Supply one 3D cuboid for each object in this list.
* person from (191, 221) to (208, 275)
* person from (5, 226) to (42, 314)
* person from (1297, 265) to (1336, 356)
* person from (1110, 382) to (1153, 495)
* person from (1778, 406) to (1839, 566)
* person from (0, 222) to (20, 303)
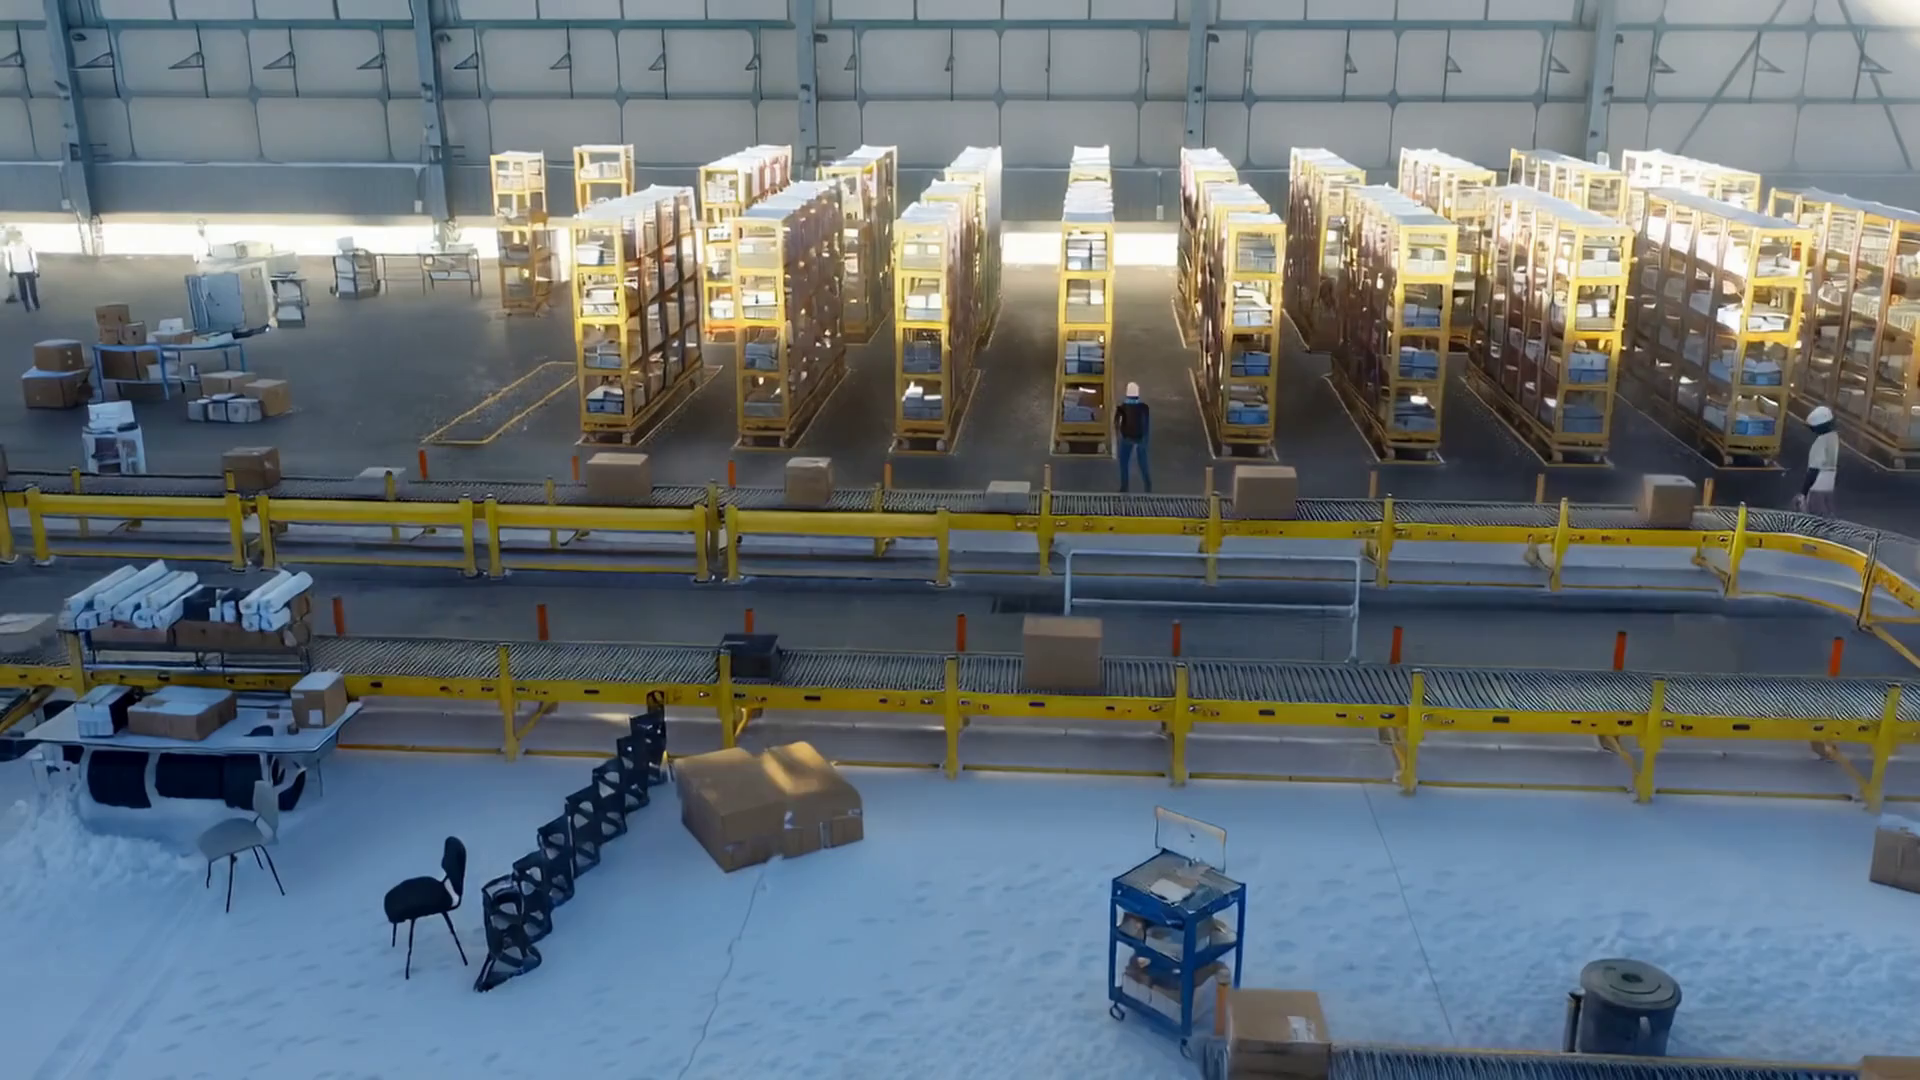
[{"bbox_3d":[-18.526,-6.925,40.663,0.342,1.749,0.573,-1,18,-3],"label":"person"},{"bbox_3d":[-21.341,-6.171,37.905,0.638,1.965,0.752,-8,19,-23],"label":"person"},{"bbox_3d":[7.253,-4.559,33.078,0.941,1.807,0.579,9,19,26],"label":"person"},{"bbox_3d":[2.385,-1.343,22.987,0.806,1.735,0.387,15,23,40],"label":"person"},{"bbox_3d":[10.453,-0.698,20.525,0.971,1.987,0.656,15,23,39],"label":"person"},{"bbox_3d":[-22.590,-6.625,39.448,0.647,1.920,0.727,1,18,4],"label":"person"}]
